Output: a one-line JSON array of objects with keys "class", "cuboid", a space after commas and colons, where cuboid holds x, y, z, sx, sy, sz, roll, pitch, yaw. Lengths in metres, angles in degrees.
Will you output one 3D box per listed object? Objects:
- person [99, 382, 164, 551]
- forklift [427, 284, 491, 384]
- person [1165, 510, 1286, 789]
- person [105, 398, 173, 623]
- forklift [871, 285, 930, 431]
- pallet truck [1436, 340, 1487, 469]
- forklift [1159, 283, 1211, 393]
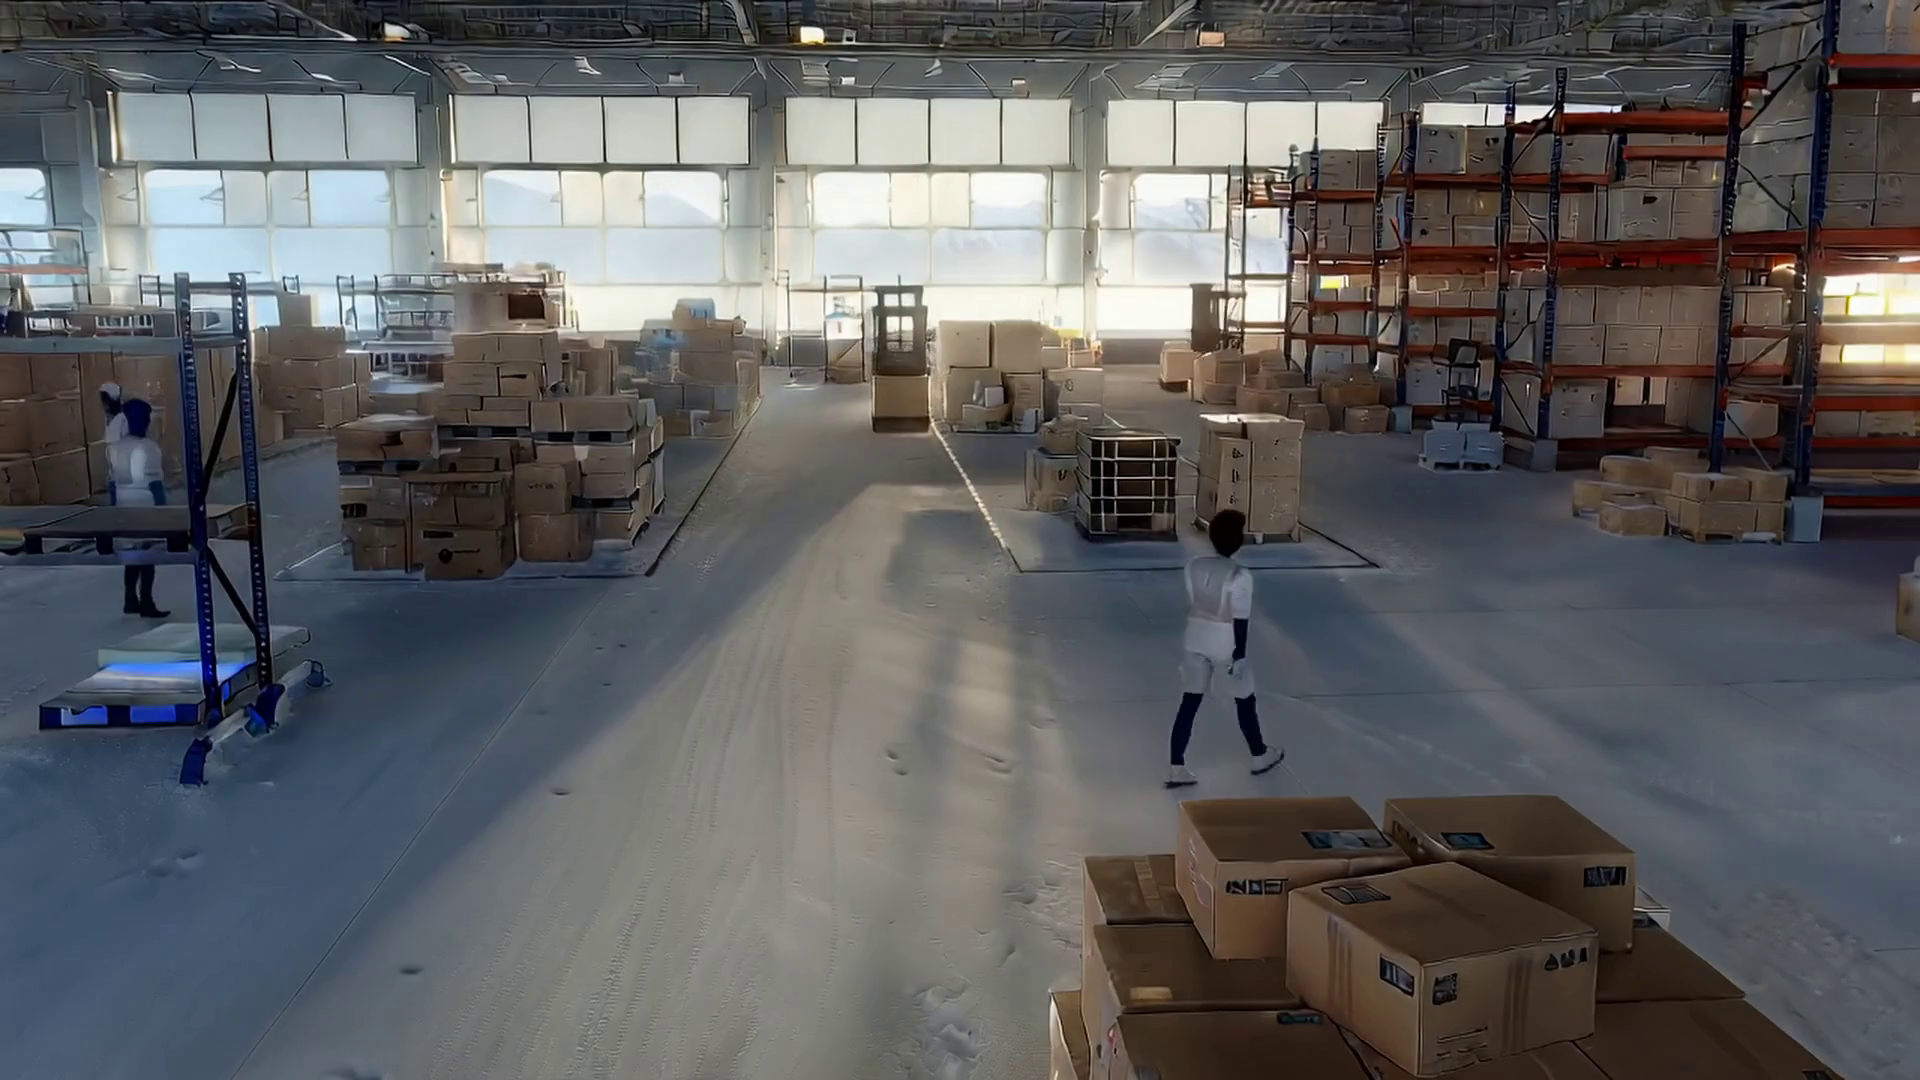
[{"class": "person", "cuboid": [-8.999, -0.779, 18.025, 0.660, 1.895, 0.591, -9, 13, -44]}, {"class": "forklift", "cuboid": [-10.652, -4.210, 36.466, 1.873, 2.768, 1.129, 3, 9, 16]}, {"class": "person", "cuboid": [1.572, 0.634, 9.883, 0.872, 1.644, 0.535, -8, 12, -40]}, {"class": "person", "cuboid": [-7.148, -0.255, 14.534, 0.617, 1.954, 0.392, 5, 11, 30]}, {"class": "forklift", "cuboid": [-1.172, -3.580, 32.510, 1.129, 2.768, 1.873, -1, 9, -4]}, {"class": "pallet truck", "cuboid": [8.004, -2.170, 26.422, 0.823, 1.965, 1.885, 2, 9, 14]}, {"class": "forklift", "cuboid": [6.145, -5.191, 42.627, 1.873, 2.768, 1.129, -1, 9, -4]}]
